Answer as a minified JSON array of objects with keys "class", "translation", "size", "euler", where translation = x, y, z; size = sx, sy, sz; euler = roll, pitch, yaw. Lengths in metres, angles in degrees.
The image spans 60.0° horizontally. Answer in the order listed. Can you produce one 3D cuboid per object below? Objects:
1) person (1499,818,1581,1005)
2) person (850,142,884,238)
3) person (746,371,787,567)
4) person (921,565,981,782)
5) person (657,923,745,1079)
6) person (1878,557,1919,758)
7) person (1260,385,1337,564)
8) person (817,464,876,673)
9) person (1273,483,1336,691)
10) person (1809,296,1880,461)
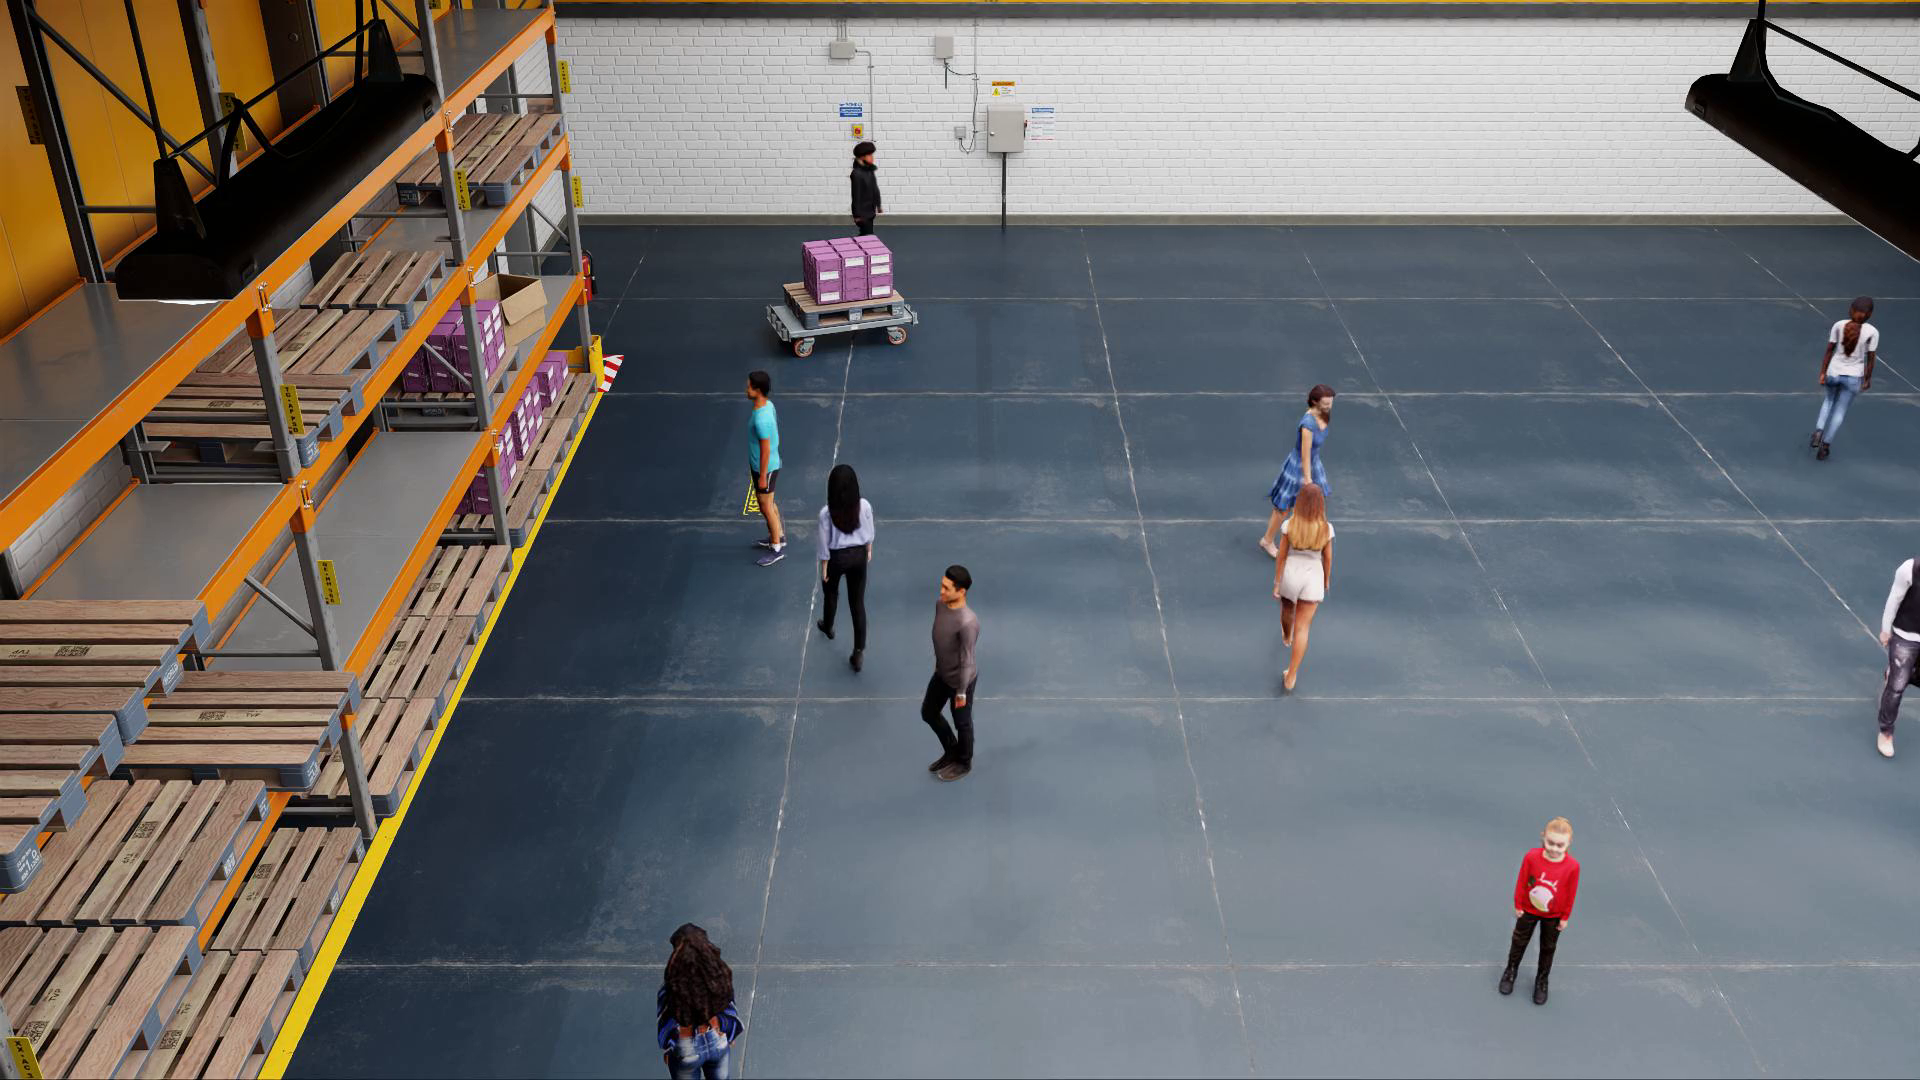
[{"class":"person","translation":[3.518,2.217,10.035],"size":[0.545,1.282,0.568],"euler":[10,30,17]},{"class":"person","translation":[-1.303,-4.271,21.426],"size":[0.768,1.763,0.629],"euler":[10,30,17]},{"class":"person","translation":[-1.709,-0.655,14.790],"size":[0.734,1.770,0.497],"euler":[-7,29,-12]},{"class":"person","translation":[0.042,0.945,11.865],"size":[0.825,1.763,0.709],"euler":[7,29,13]},{"class":"person","translation":[-1.383,2.686,8.817],"size":[0.691,1.625,0.702],"euler":[-15,32,-25]},{"class":"person","translation":[7.082,0.690,12.290],"size":[0.842,1.803,1.088],"euler":[7,29,13]},{"class":"person","translation":[2.957,-0.577,14.660],"size":[0.944,1.758,0.935],"euler":[13,31,22]},{"class":"person","translation":[-0.872,0.255,13.178],"size":[0.920,1.716,1.106],"euler":[-12,31,-21]},{"class":"person","translation":[2.663,0.392,13.003],"size":[0.737,1.643,1.165],"euler":[6,29,10]},{"class":"person","translation":[8.783,-1.588,16.565],"size":[0.732,1.708,0.791],"euler":[24,37,37]}]
